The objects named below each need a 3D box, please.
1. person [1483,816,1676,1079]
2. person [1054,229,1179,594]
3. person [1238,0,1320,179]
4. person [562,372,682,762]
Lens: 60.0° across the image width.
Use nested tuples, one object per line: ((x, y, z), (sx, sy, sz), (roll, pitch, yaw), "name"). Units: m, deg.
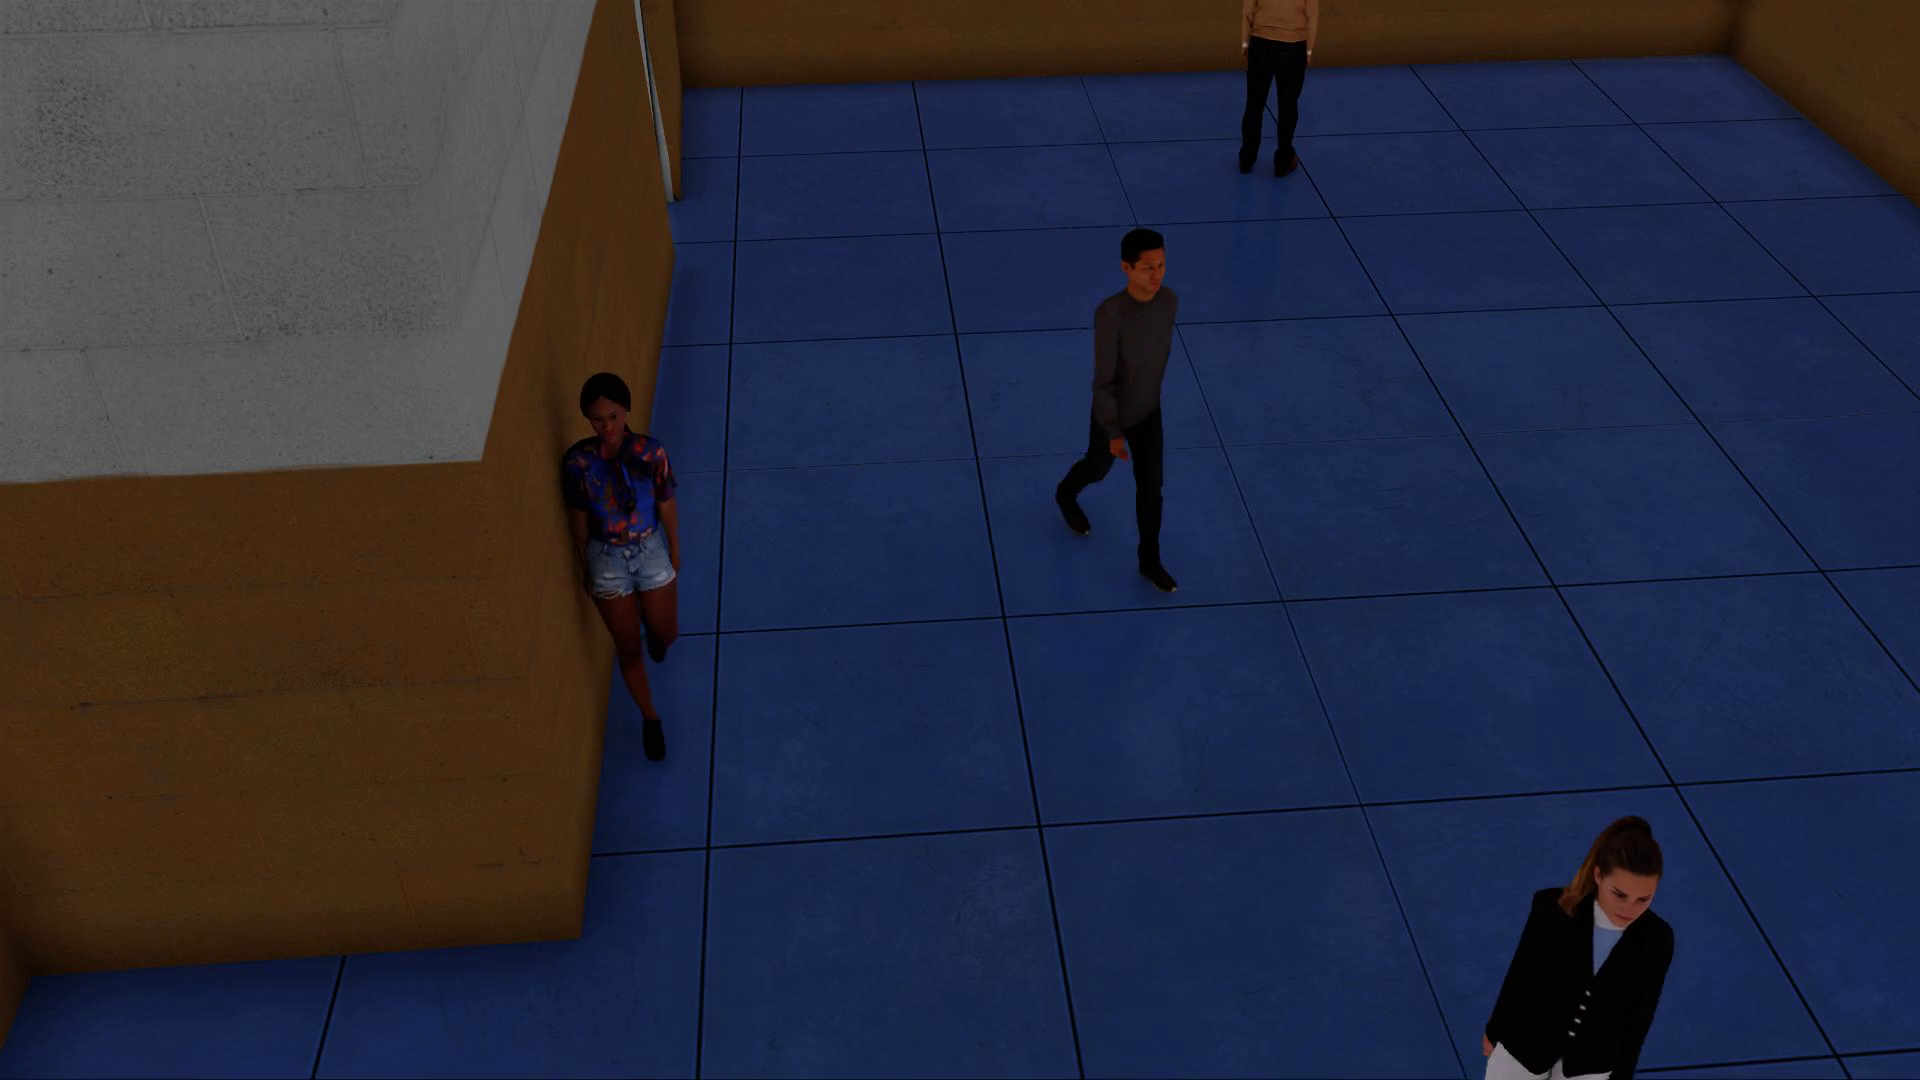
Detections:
((1.761, 1.442, 4.912), (0.778, 1.716, 0.786), (11, 38, 14), "person")
((0.710, -0.640, 7.682), (1.149, 1.737, 1.023), (7, 37, 9), "person")
((2.145, -3.323, 11.239), (0.673, 1.752, 0.803), (12, 38, 15), "person")
((-1.344, 0.069, 6.749), (0.899, 1.724, 0.751), (-9, 38, -12), "person")
